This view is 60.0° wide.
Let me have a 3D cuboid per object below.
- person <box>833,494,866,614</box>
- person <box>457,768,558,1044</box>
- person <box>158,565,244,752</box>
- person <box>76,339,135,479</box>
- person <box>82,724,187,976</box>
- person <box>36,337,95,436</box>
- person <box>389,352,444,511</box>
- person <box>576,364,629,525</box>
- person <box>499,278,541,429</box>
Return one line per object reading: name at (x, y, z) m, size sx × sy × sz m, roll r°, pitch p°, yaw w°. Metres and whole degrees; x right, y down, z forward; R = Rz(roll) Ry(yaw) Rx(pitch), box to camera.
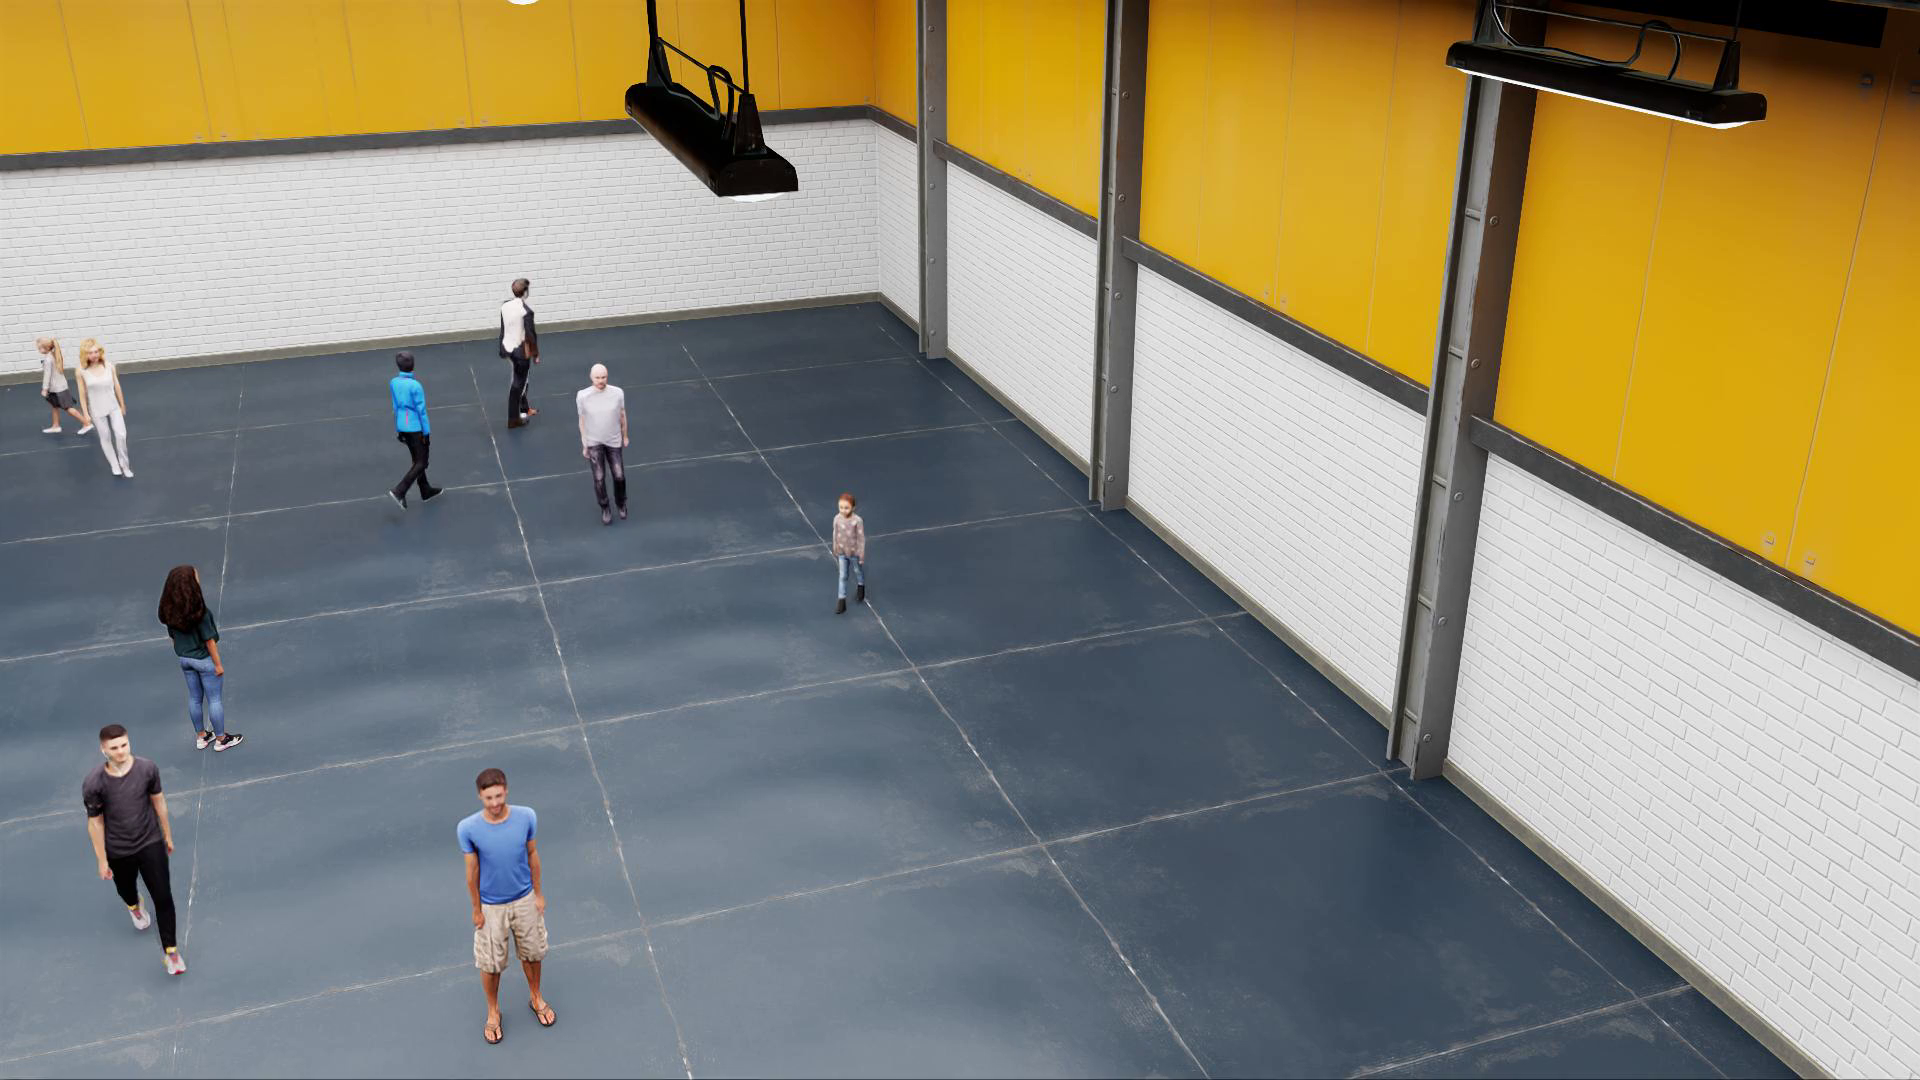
person at (-1.042, 0.089, 16.131) m, size 0.782 × 1.171 × 0.897 m, roll 6°, pitch 24°, yaw 14°
person at (-2.838, 2.226, 10.381) m, size 0.675 × 1.862 × 0.594 m, roll -11°, pitch 26°, yaw -24°
person at (-6.224, 0.961, 13.583) m, size 0.715 × 1.616 × 0.764 m, roll 8°, pitch 25°, yaw 17°
person at (-9.925, -1.545, 19.266) m, size 0.707 × 1.655 × 0.783 m, roll -15°, pitch 28°, yaw -30°
person at (-5.512, 2.001, 11.057) m, size 0.830 × 1.733 × 1.202 m, roll -15°, pitch 28°, yaw -31°
person at (-11.104, -1.897, 20.568) m, size 0.578 × 1.257 × 0.776 m, roll -7°, pitch 25°, yaw -15°
person at (-6.078, -1.178, 18.272) m, size 1.052 × 1.779 × 1.068 m, roll 13°, pitch 27°, yaw 27°
person at (-3.872, -1.079, 18.011) m, size 0.696 × 1.807 × 0.683 m, roll -5°, pitch 24°, yaw -11°
person at (-5.584, -2.309, 20.755) m, size 0.883 × 1.861 × 0.925 m, roll 18°, pitch 29°, yaw 35°
